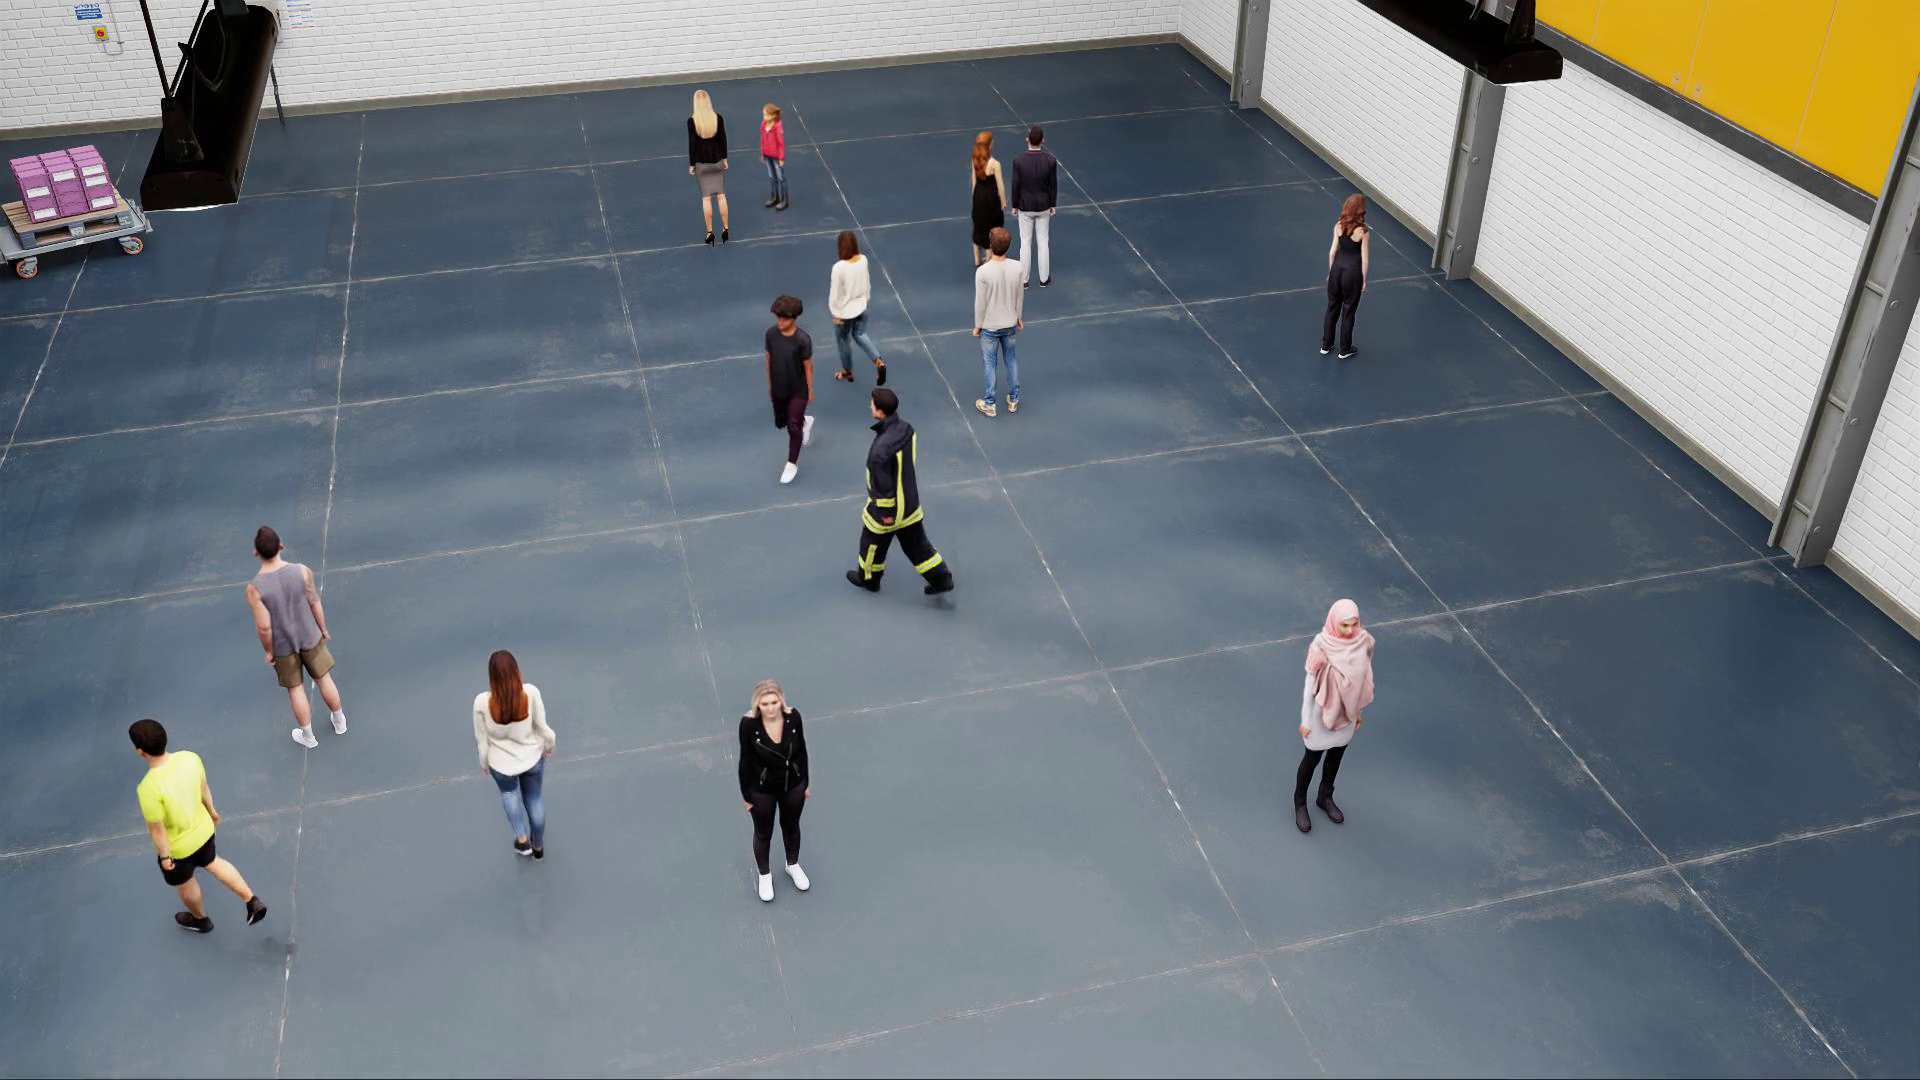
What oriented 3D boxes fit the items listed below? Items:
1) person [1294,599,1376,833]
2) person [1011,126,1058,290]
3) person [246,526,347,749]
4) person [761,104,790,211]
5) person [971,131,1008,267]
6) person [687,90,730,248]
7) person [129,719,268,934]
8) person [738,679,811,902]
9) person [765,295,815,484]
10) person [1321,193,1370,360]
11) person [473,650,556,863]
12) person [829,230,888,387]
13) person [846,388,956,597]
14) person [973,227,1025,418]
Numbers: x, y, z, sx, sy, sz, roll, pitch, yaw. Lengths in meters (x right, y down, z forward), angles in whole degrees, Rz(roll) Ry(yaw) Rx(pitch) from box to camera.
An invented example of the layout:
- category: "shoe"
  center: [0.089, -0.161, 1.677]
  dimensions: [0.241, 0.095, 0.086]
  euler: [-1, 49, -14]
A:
- category: "person"
  center: [2.484, 1.161, 11.134]
  dimensions: [0.638, 1.804, 0.600]
  euler: [-11, 35, -15]
- category: "person"
  center: [0.814, -3.669, 18.364]
  dimensions: [0.709, 1.844, 0.648]
  euler: [0, 34, 0]
- category: "person"
  center: [-4.756, 0.694, 11.863]
  dimensions: [0.710, 1.844, 0.711]
  euler: [-26, 41, -33]
- category: "person"
  center: [-2.267, -4.725, 20.429]
  dimensions: [0.574, 1.315, 0.649]
  euler: [22, 40, 30]
- category: "person"
  center: [0.291, -3.828, 18.800]
  dimensions: [0.661, 1.627, 0.739]
  euler: [27, 42, 34]
- category: "person"
  center: [-2.916, -4.331, 19.361]
  dimensions: [0.652, 1.841, 0.594]
  euler: [-14, 36, -21]
- category: "person"
  center: [-4.717, 1.819, 10.245]
  dimensions: [0.989, 1.691, 0.973]
  euler: [12, 35, 17]
- category: "person"
  center: [-1.178, 1.570, 10.625]
  dimensions: [0.638, 1.686, 0.562]
  euler: [-13, 36, -18]
- category: "person"
  center: [-1.504, -1.430, 15.074]
  dimensions: [0.978, 1.757, 1.095]
  euler: [13, 36, 19]
- category: "person"
  center: [3.937, -2.704, 17.000]
  dimensions: [0.638, 1.747, 0.727]
  euler: [24, 40, 31]
- category: "person"
  center: [-2.860, 1.464, 10.783]
  dimensions: [0.651, 1.687, 0.564]
  euler: [-11, 35, -16]
- category: "person"
  center: [-1.020, -2.230, 16.364]
  dimensions: [0.886, 1.661, 1.037]
  euler: [-27, 42, -35]
- category: "person"
  center: [-0.444, -0.314, 13.276]
  dimensions: [1.298, 1.889, 1.286]
  euler: [15, 37, 22]
- category: "person"
  center: [0.376, -2.078, 15.917]
  dimensions: [0.656, 1.904, 0.586]
  euler: [-10, 35, -15]
